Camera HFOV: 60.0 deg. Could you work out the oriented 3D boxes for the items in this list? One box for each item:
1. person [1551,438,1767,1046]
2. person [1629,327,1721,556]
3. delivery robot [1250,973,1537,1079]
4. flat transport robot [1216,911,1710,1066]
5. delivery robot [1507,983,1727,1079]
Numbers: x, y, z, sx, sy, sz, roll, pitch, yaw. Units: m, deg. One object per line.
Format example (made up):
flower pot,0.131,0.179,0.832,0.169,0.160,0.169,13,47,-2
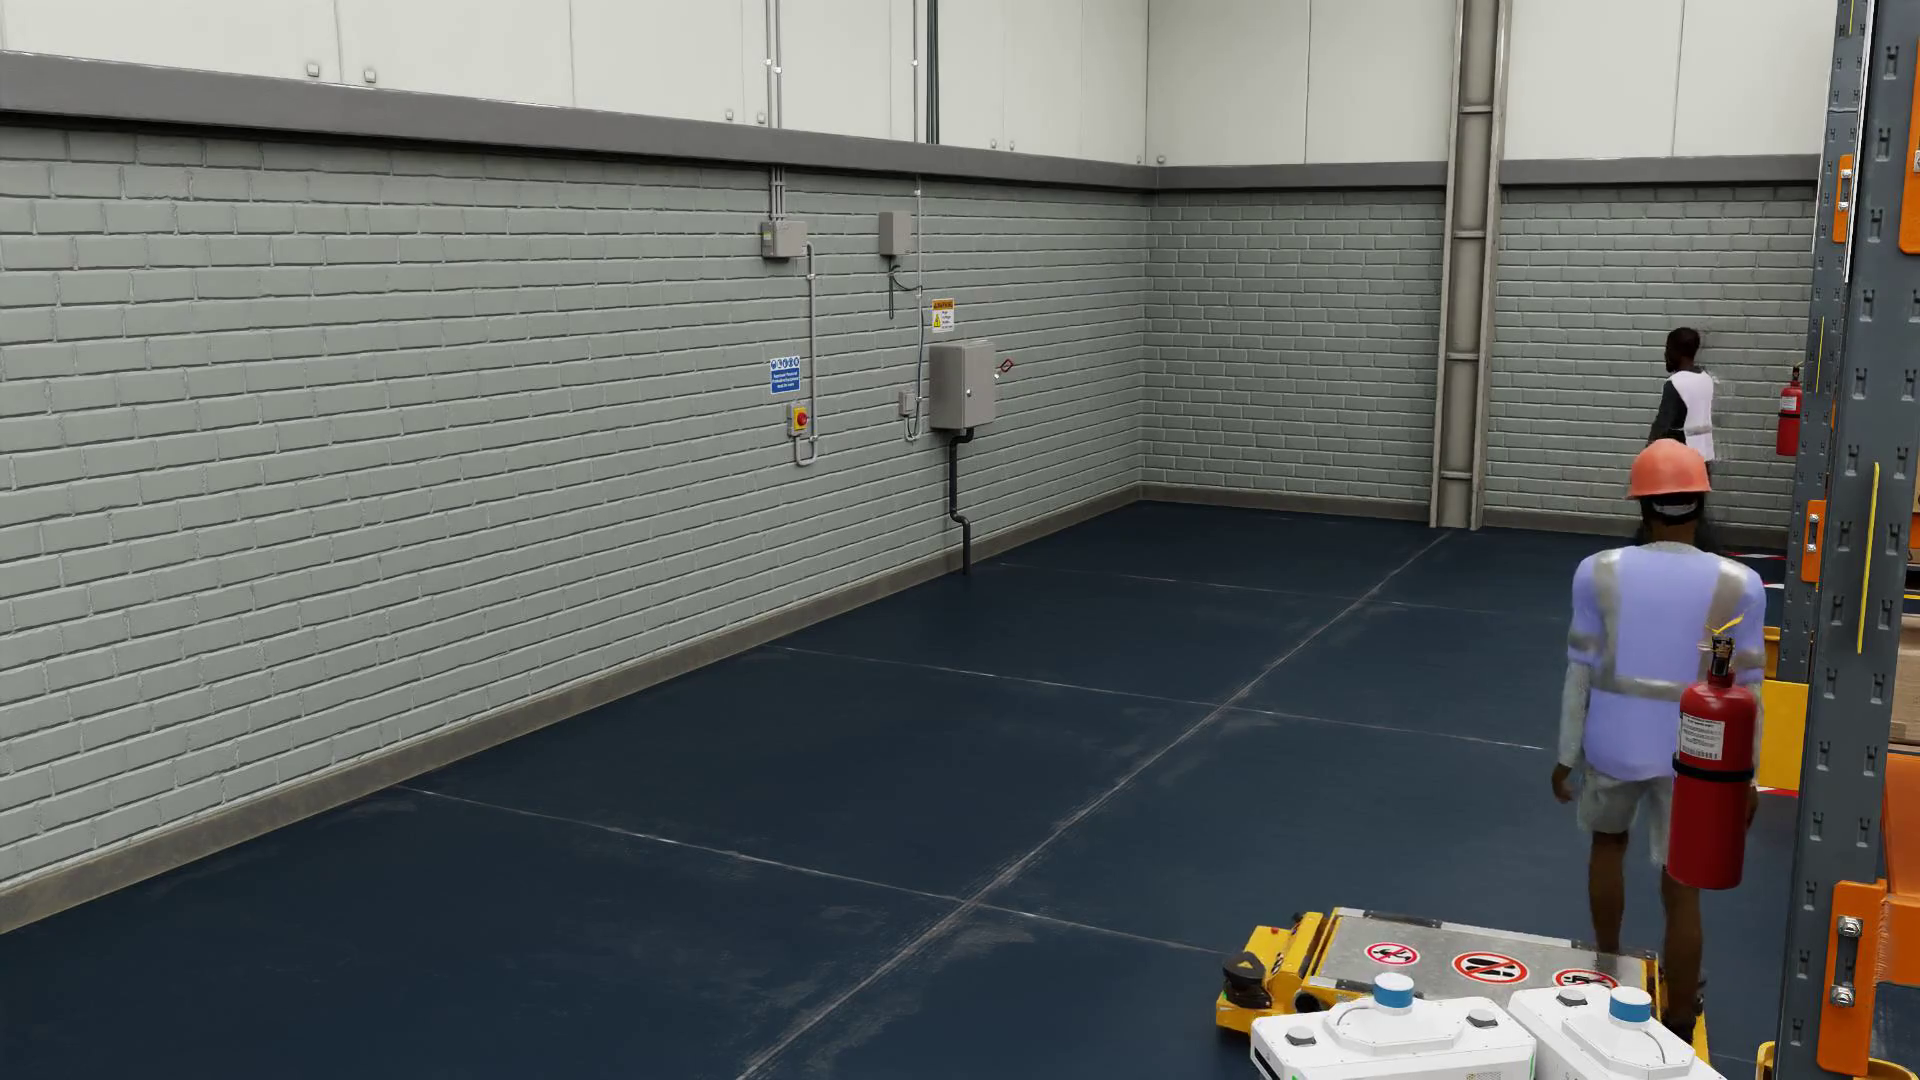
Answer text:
person,2.151,0.640,5.153,0.603,1.891,0.793,5,11,24
person,5.045,-0.564,11.793,0.999,1.865,0.609,9,14,40
delivery robot,1.143,1.397,4.425,0.707,0.478,0.477,-2,11,-11
flat transport robot,1.587,1.432,5.262,1.431,0.197,0.652,4,11,21
delivery robot,1.736,1.412,4.343,0.477,0.478,0.707,-2,11,-12
